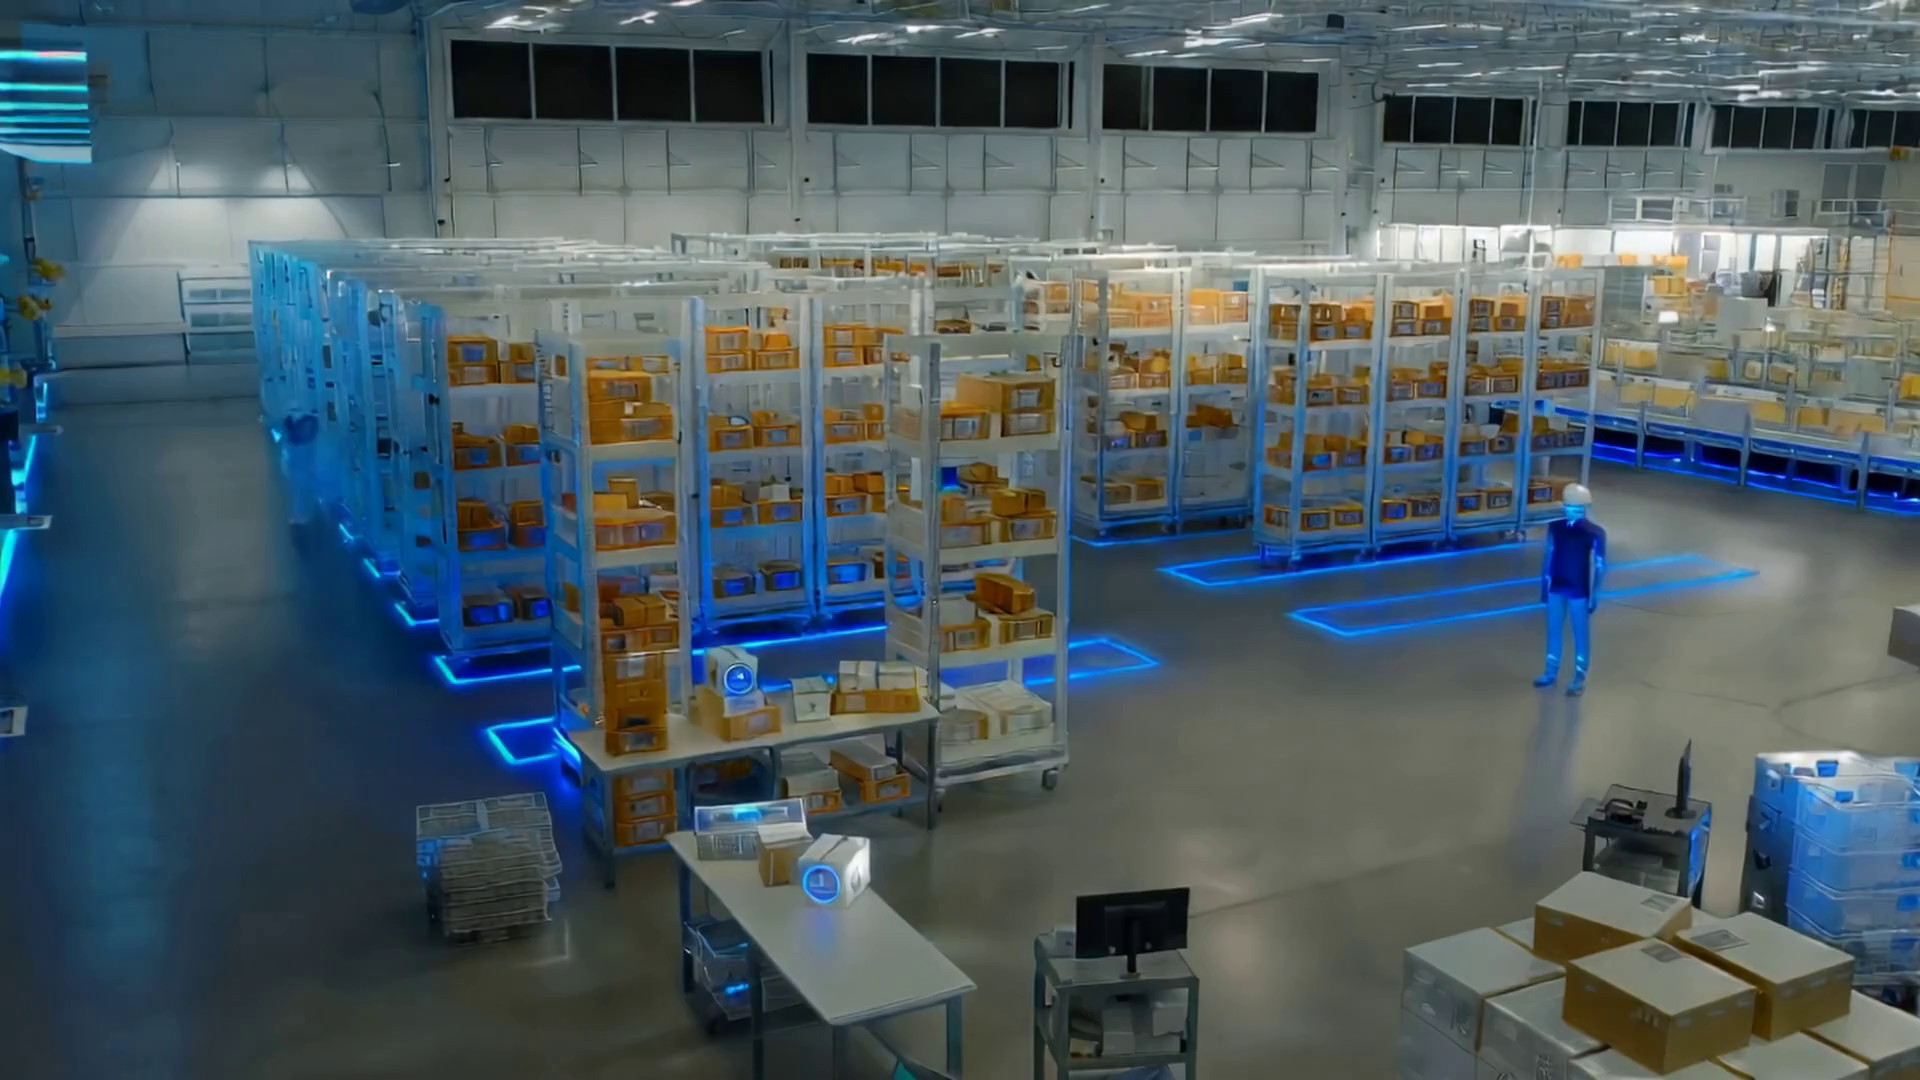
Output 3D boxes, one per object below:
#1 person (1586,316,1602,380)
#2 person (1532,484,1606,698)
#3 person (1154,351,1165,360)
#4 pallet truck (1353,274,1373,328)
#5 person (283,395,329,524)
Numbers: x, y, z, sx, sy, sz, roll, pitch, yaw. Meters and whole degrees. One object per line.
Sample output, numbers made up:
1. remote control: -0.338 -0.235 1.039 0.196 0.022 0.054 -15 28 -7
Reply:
1. person: 14.326 -4.189 37.726 0.319 1.767 0.534 -2 12 -7
2. person: 5.656 0.461 15.437 0.393 1.992 0.622 -9 15 -35
3. person: 4.248 -3.855 36.127 0.596 1.792 0.922 2 12 11
4. pallet truck: 13.011 -8.050 55.243 0.823 1.965 1.885 -7 14 -28
5. person: -9.159 -1.129 23.262 0.659 1.827 0.475 5 13 22
